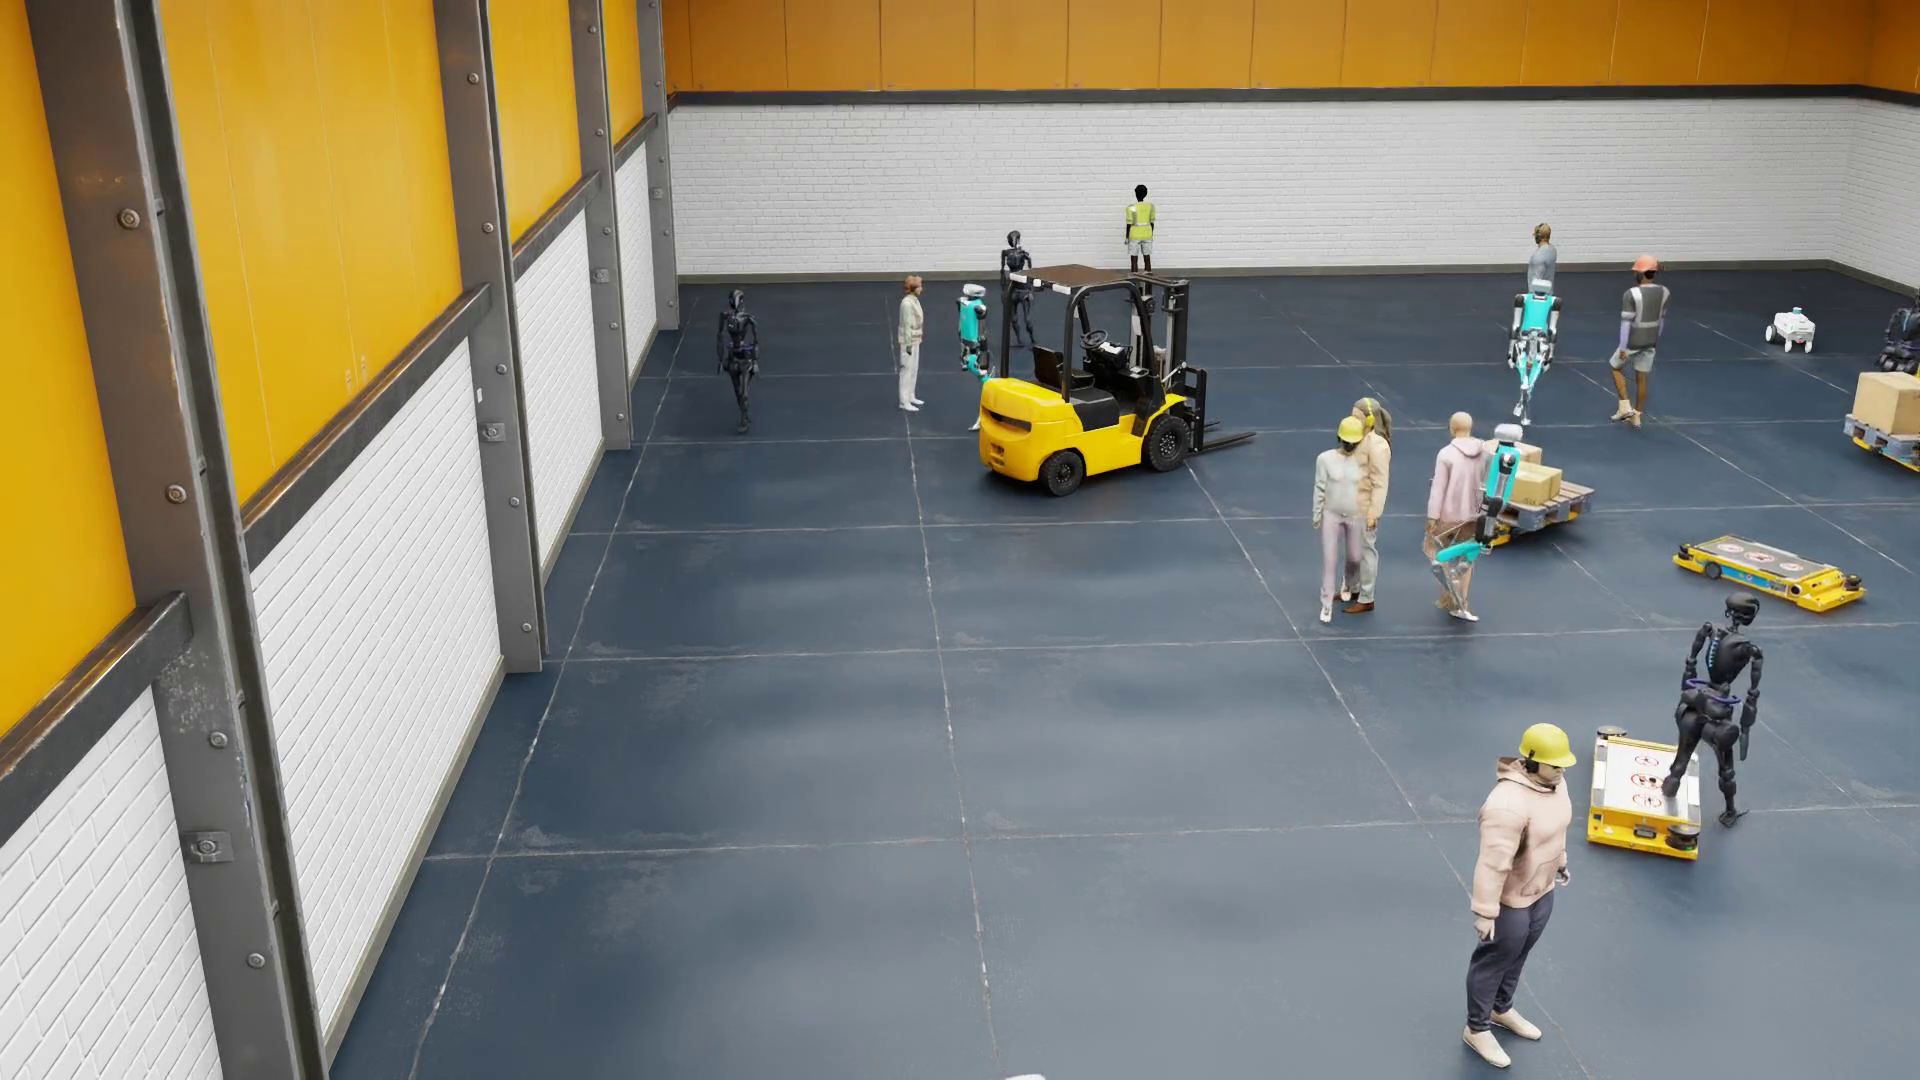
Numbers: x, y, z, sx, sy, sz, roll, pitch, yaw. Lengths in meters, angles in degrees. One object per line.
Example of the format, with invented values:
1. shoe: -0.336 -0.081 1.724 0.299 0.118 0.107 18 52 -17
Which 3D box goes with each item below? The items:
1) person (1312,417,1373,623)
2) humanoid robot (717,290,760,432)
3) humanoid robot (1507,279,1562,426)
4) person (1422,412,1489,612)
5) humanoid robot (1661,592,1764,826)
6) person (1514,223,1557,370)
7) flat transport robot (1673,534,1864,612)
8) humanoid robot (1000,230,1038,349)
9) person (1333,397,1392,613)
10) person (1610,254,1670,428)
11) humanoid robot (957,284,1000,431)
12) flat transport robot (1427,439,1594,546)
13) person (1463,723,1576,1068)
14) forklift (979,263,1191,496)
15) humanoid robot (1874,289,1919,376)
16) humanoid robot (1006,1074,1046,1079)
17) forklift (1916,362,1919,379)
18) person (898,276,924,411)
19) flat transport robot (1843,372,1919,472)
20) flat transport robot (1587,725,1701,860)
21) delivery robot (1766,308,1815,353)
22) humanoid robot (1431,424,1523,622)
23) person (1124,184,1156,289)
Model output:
1. person: 3.246 -0.214 14.066 0.531 1.749 0.676 5 21 12
2. humanoid robot: -2.584 -2.081 19.276 0.590 1.635 0.656 9 22 22
3. humanoid robot: 6.629 -2.096 19.213 0.558 1.725 1.035 3 20 9
4. person: 4.184 -0.213 14.035 0.569 1.766 0.465 -7 21 -18
5. humanoid robot: 4.829 1.097 10.652 0.727 1.637 0.596 -8 22 -21
6. person: 7.626 -3.211 21.960 0.379 1.936 0.627 13 24 31
7. flat transport robot: 7.213 0.277 14.873 0.659 0.231 1.431 -13 24 -31
8. humanoid robot: 0.837 -3.474 23.046 0.593 1.638 0.403 15 25 34
9. person: 3.426 -0.302 14.122 0.391 1.874 0.565 -5 21 -13
10. person: 7.905 -2.315 19.397 0.615 2.025 0.463 -4 21 -12
11. humanoid robot: 0.310 -2.052 19.149 0.666 1.839 0.555 -12 23 -29
12. flat transport robot: 5.359 -0.240 16.280 1.431 0.231 0.659 -15 25 -35
13. person: 2.849 1.766 8.497 0.811 1.865 0.421 -18 27 -40
14. forklift: 1.315 -1.764 17.646 2.313 2.155 1.214 -14 24 -33
15. humanoid robot: 10.927 -2.112 19.341 0.425 1.635 0.614 -12 23 -29
16. humanoid robot: 0.140 2.643 6.324 0.552 1.738 1.002 -8 22 -22
17. forklift: 12.602 -2.435 19.475 2.313 2.155 1.214 -1 20 -4
18. person: -0.598 -2.394 20.174 0.315 1.632 0.526 4 21 11
19. flat transport robot: 10.519 -0.950 18.217 0.659 0.231 1.431 -2 20 -5
20. flat transport robot: 4.561 1.667 11.086 0.659 0.231 1.431 8 22 20
21. delivery robot: 11.646 -2.945 23.238 0.499 0.596 0.795 3 20 7
22. humanoid robot: 4.203 -0.061 13.815 0.743 1.884 0.555 6 21 17
23. person: 2.901 -4.880 26.848 0.534 1.696 0.322 -6 21 -17
